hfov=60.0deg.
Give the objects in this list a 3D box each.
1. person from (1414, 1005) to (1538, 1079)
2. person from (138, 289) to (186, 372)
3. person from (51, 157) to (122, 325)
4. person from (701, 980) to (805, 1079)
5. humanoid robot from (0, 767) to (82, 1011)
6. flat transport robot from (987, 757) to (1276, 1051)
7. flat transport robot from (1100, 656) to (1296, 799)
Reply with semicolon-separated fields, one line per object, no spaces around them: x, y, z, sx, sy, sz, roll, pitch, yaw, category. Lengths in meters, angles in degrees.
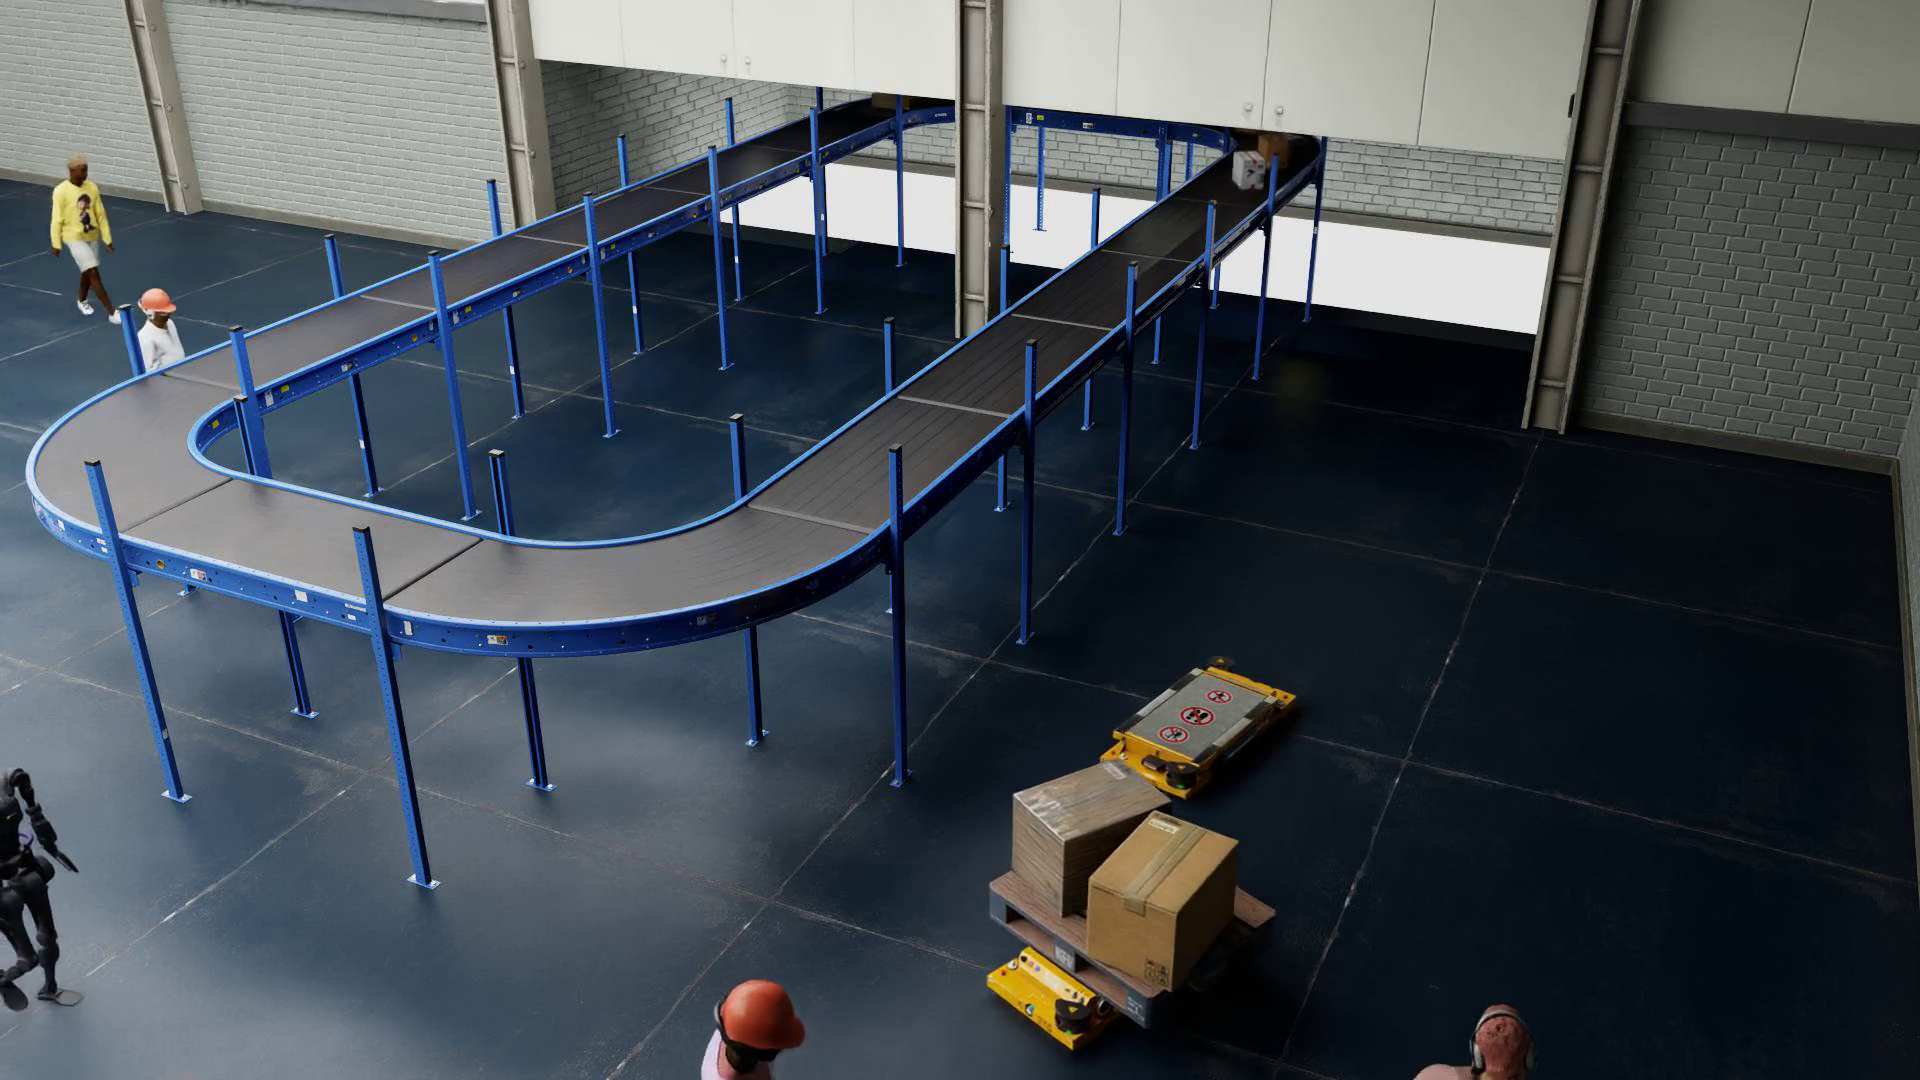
1.996;2.630;6.369;0.472;1.881;0.731;-22;34;-37;person
-6.882;-1.359;14.557;0.348;1.742;0.566;0;26;-1;person
-9.705;-3.327;18.419;1.011;1.835;0.577;13;29;24;person
-0.873;2.484;6.531;0.596;2.003;0.841;-2;26;-5;person
-4.853;1.705;8.465;0.400;1.646;0.608;7;27;14;humanoid robot
0.902;2.211;9.021;1.431;0.231;0.659;-21;34;-36;flat transport robot
1.599;1.221;11.015;0.659;0.231;1.431;19;32;34;flat transport robot
